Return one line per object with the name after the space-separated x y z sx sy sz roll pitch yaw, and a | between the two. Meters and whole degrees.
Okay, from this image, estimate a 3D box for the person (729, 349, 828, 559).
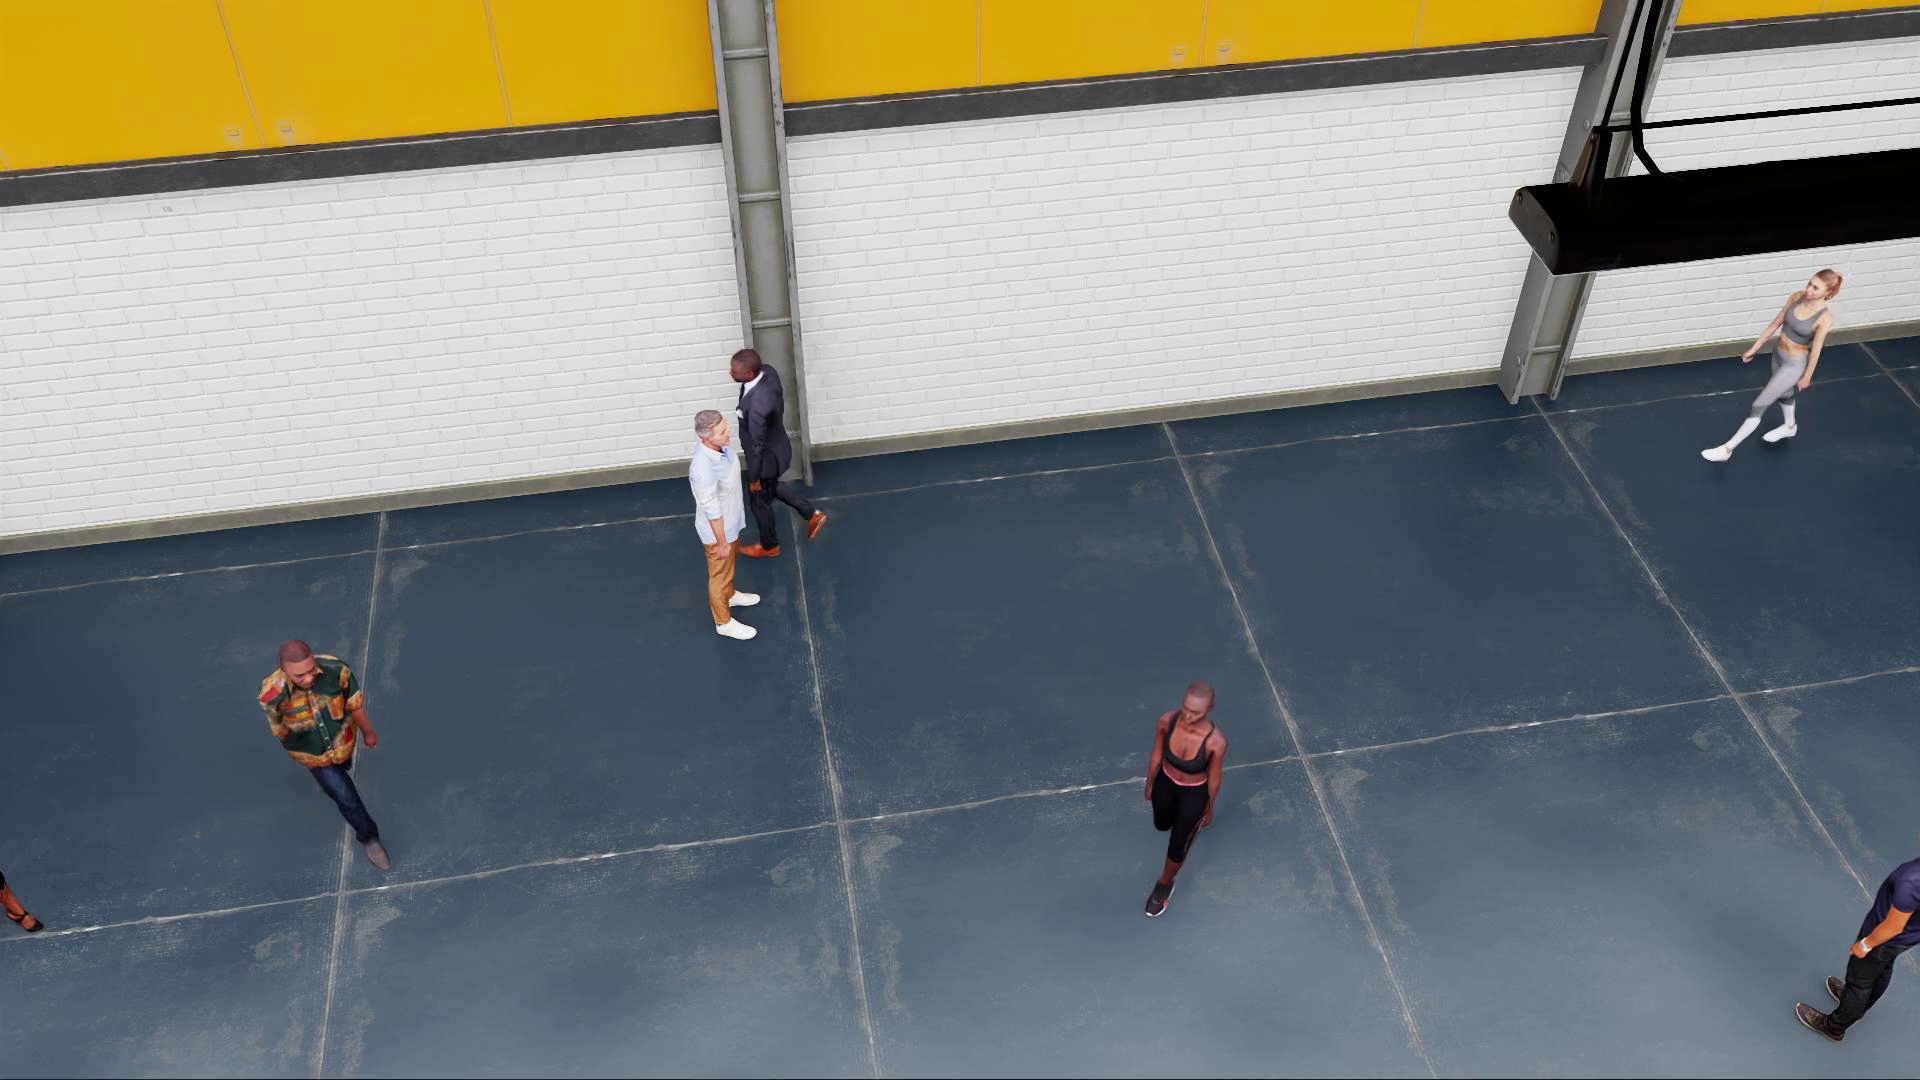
-1.264 -0.586 11.468 0.956 1.802 0.854 0 44 0 | person

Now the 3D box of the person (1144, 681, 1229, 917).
1.317 1.374 9.455 0.989 1.740 1.026 23 48 22 | person

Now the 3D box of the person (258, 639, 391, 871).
-3.756 1.114 9.720 1.239 1.752 1.109 -27 50 -26 | person

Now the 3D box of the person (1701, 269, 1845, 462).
6.199 -1.311 12.335 1.138 1.656 0.623 -10 44 -10 | person

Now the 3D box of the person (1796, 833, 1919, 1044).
4.897 2.036 8.723 0.613 1.791 0.780 -26 49 -24 | person

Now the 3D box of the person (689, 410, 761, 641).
-1.584 -0.133 10.974 0.639 1.828 0.726 1 44 1 | person
